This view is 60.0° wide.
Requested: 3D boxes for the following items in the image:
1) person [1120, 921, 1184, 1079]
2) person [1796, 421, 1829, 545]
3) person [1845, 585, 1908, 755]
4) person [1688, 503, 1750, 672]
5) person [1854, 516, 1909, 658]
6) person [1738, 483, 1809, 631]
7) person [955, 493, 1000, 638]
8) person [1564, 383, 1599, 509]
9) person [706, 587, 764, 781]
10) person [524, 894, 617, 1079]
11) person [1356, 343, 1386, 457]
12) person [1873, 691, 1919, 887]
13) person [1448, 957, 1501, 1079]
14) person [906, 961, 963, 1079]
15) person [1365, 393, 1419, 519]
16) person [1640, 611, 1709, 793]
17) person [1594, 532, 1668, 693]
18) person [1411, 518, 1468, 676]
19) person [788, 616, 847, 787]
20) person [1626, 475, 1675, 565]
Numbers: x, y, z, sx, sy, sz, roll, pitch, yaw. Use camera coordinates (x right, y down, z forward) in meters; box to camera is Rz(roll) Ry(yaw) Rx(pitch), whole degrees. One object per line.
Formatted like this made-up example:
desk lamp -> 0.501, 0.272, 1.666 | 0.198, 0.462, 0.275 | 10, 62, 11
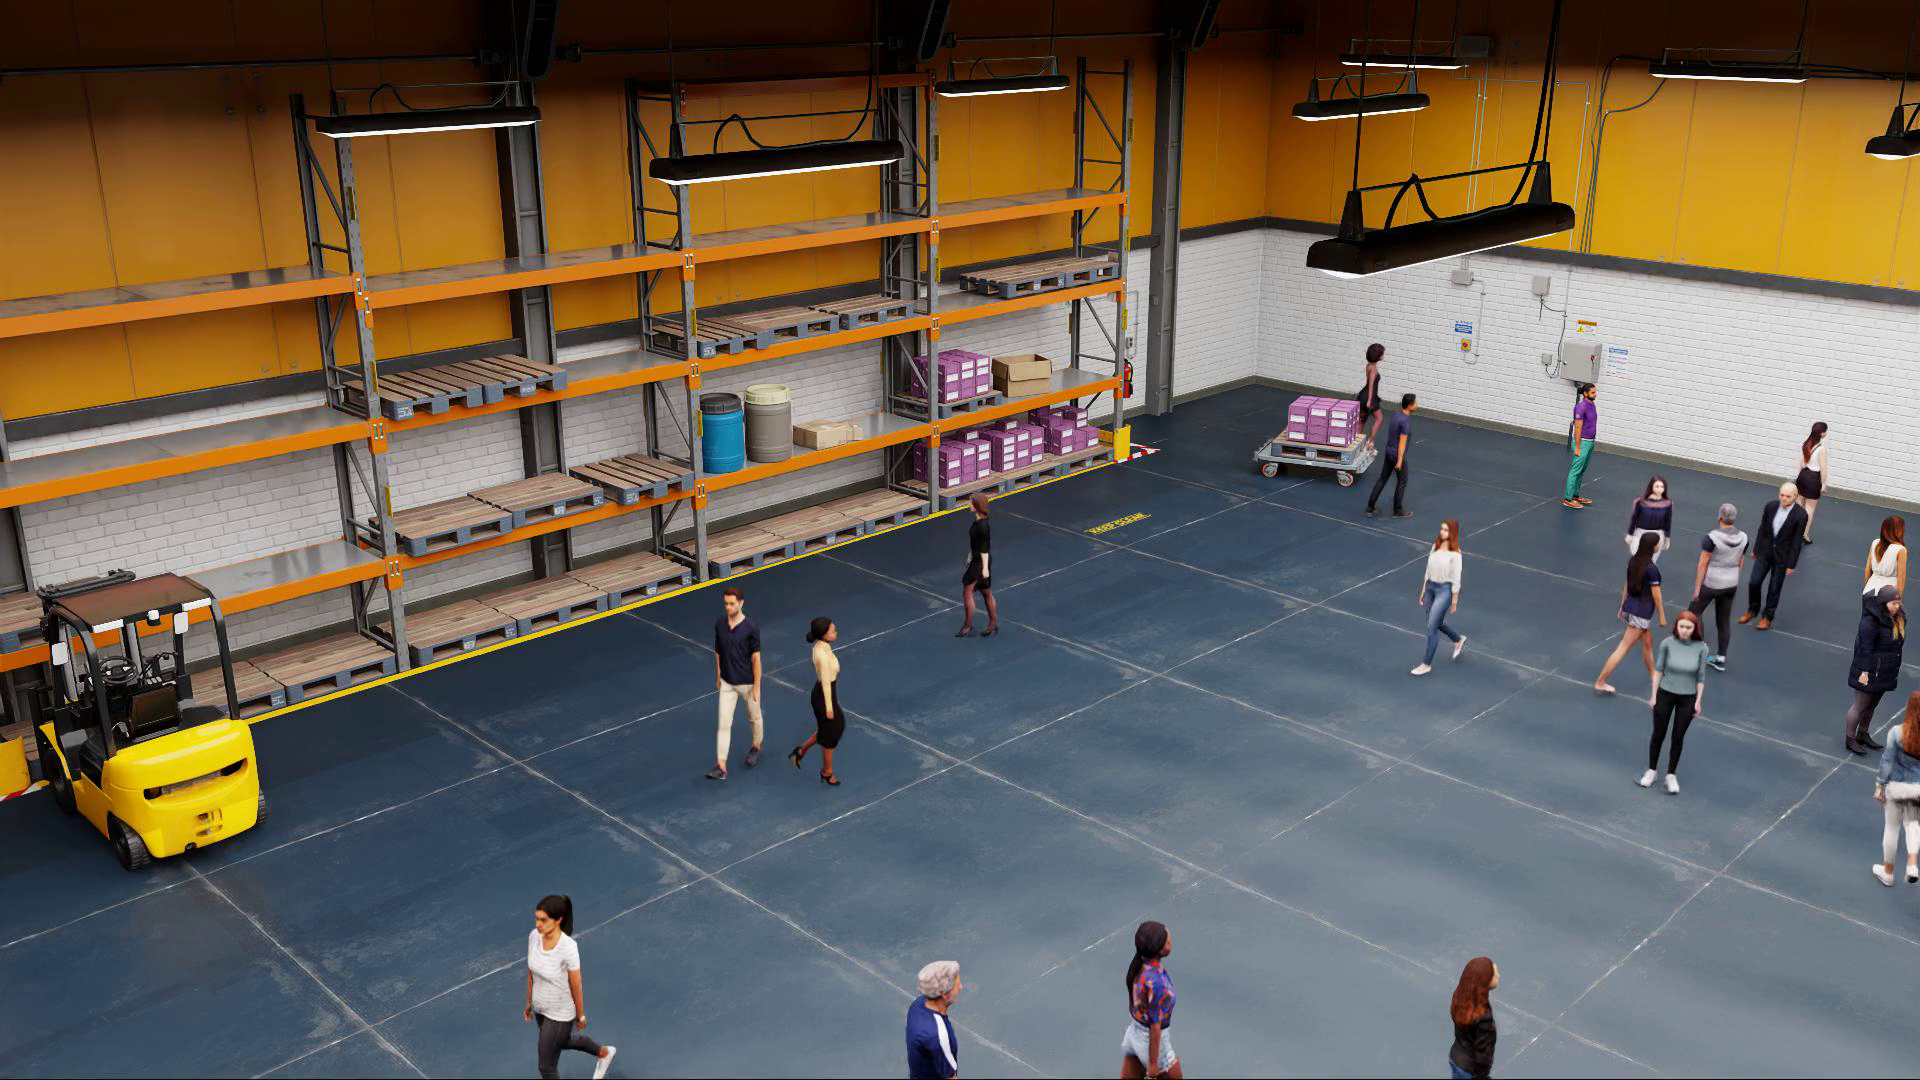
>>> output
person -> 1.068, 3.133, 10.200 | 1.076, 1.716, 0.911 | -5, 19, -14
person -> 11.161, -0.757, 21.859 | 0.636, 1.648, 0.634 | -6, 20, -18
person -> 8.758, 1.225, 15.933 | 0.681, 1.674, 0.800 | -10, 21, -28
person -> 8.152, 0.540, 17.765 | 0.838, 1.803, 0.942 | -3, 19, -8
person -> 9.758, 0.593, 17.634 | 0.647, 1.785, 0.667 | -8, 20, -22
person -> 9.324, 0.160, 18.936 | 0.610, 1.775, 0.706 | -14, 23, -36
person -> 0.327, 0.292, 18.676 | 0.882, 1.691, 0.816 | -1, 19, -4
person -> 8.767, -1.353, 23.440 | 0.689, 1.768, 0.514 | 16, 24, 39
person -> -2.011, 1.293, 15.507 | 1.007, 1.817, 1.217 | 5, 19, 16
person -> -2.553, 2.999, 10.762 | 0.616, 1.612, 1.075 | 15, 24, 38
person -> 6.278, -2.177, 25.876 | 0.785, 1.774, 0.725 | 0, 19, 1
person -> 7.693, 2.061, 13.424 | 0.796, 1.690, 0.856 | 3, 19, 8
person -> 3.090, 3.235, 10.275 | 0.692, 1.474, 0.658 | -4, 19, -12
person -> -0.244, 3.271, 9.640 | 1.001, 1.812, 0.898 | -3, 19, -10
person -> 5.928, -1.155, 22.867 | 0.996, 1.759, 0.904 | -4, 19, -13
person -> 6.522, 1.453, 15.146 | 0.671, 1.744, 0.672 | 7, 20, 20
person -> 6.913, 0.798, 17.144 | 1.202, 1.709, 1.035 | -3, 19, -8
person -> 5.192, 0.584, 17.788 | 1.112, 1.704, 0.825 | -8, 20, -24
person -> -1.314, 1.489, 15.197 | 0.893, 1.642, 0.815 | -2, 19, -5
person -> 8.137, -0.010, 19.721 | 0.734, 1.596, 0.776 | 2, 19, 7
